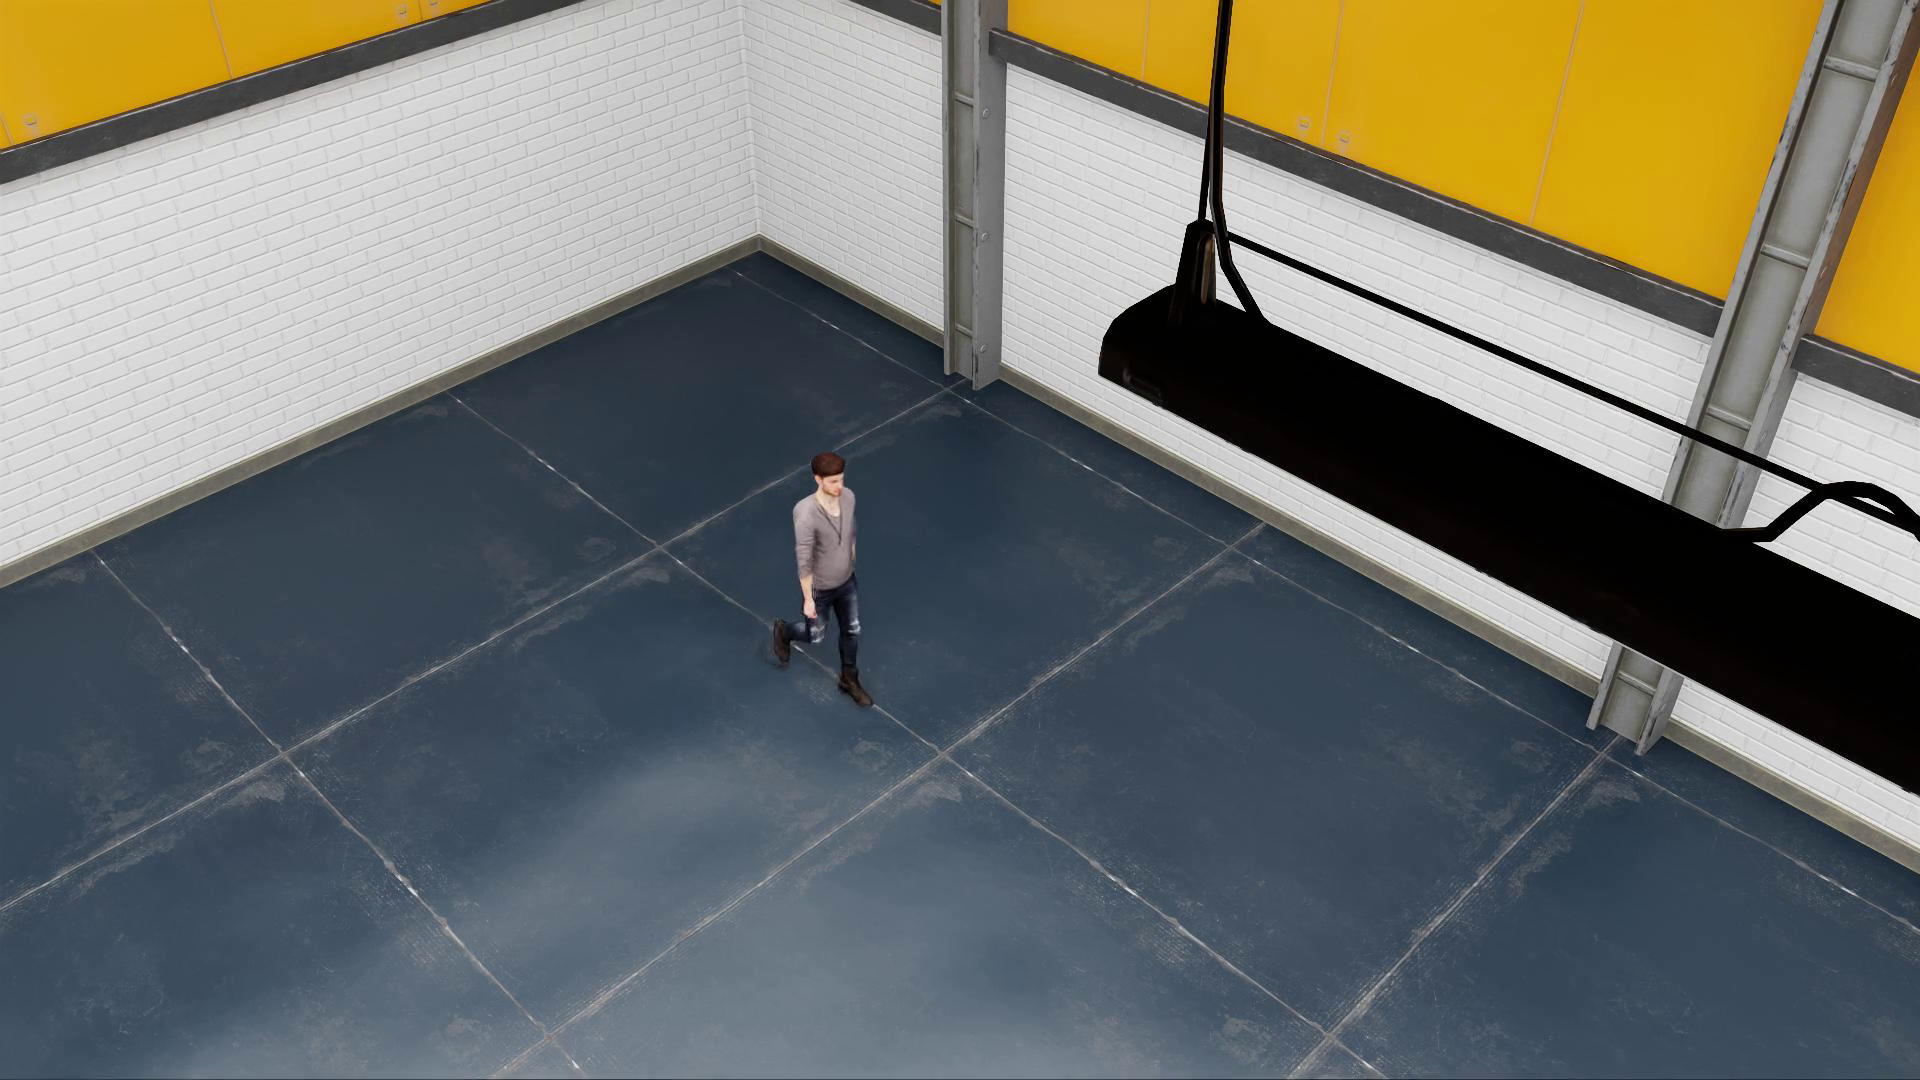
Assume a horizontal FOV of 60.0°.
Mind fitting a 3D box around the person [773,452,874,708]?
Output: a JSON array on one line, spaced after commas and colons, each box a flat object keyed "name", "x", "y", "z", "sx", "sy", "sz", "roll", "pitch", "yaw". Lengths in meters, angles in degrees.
[{"name": "person", "x": -0.911, "y": 0.221, "z": 10.629, "sx": 1.047, "sy": 1.883, "sz": 0.686, "roll": 31, "pitch": 48, "yaw": 33}]
